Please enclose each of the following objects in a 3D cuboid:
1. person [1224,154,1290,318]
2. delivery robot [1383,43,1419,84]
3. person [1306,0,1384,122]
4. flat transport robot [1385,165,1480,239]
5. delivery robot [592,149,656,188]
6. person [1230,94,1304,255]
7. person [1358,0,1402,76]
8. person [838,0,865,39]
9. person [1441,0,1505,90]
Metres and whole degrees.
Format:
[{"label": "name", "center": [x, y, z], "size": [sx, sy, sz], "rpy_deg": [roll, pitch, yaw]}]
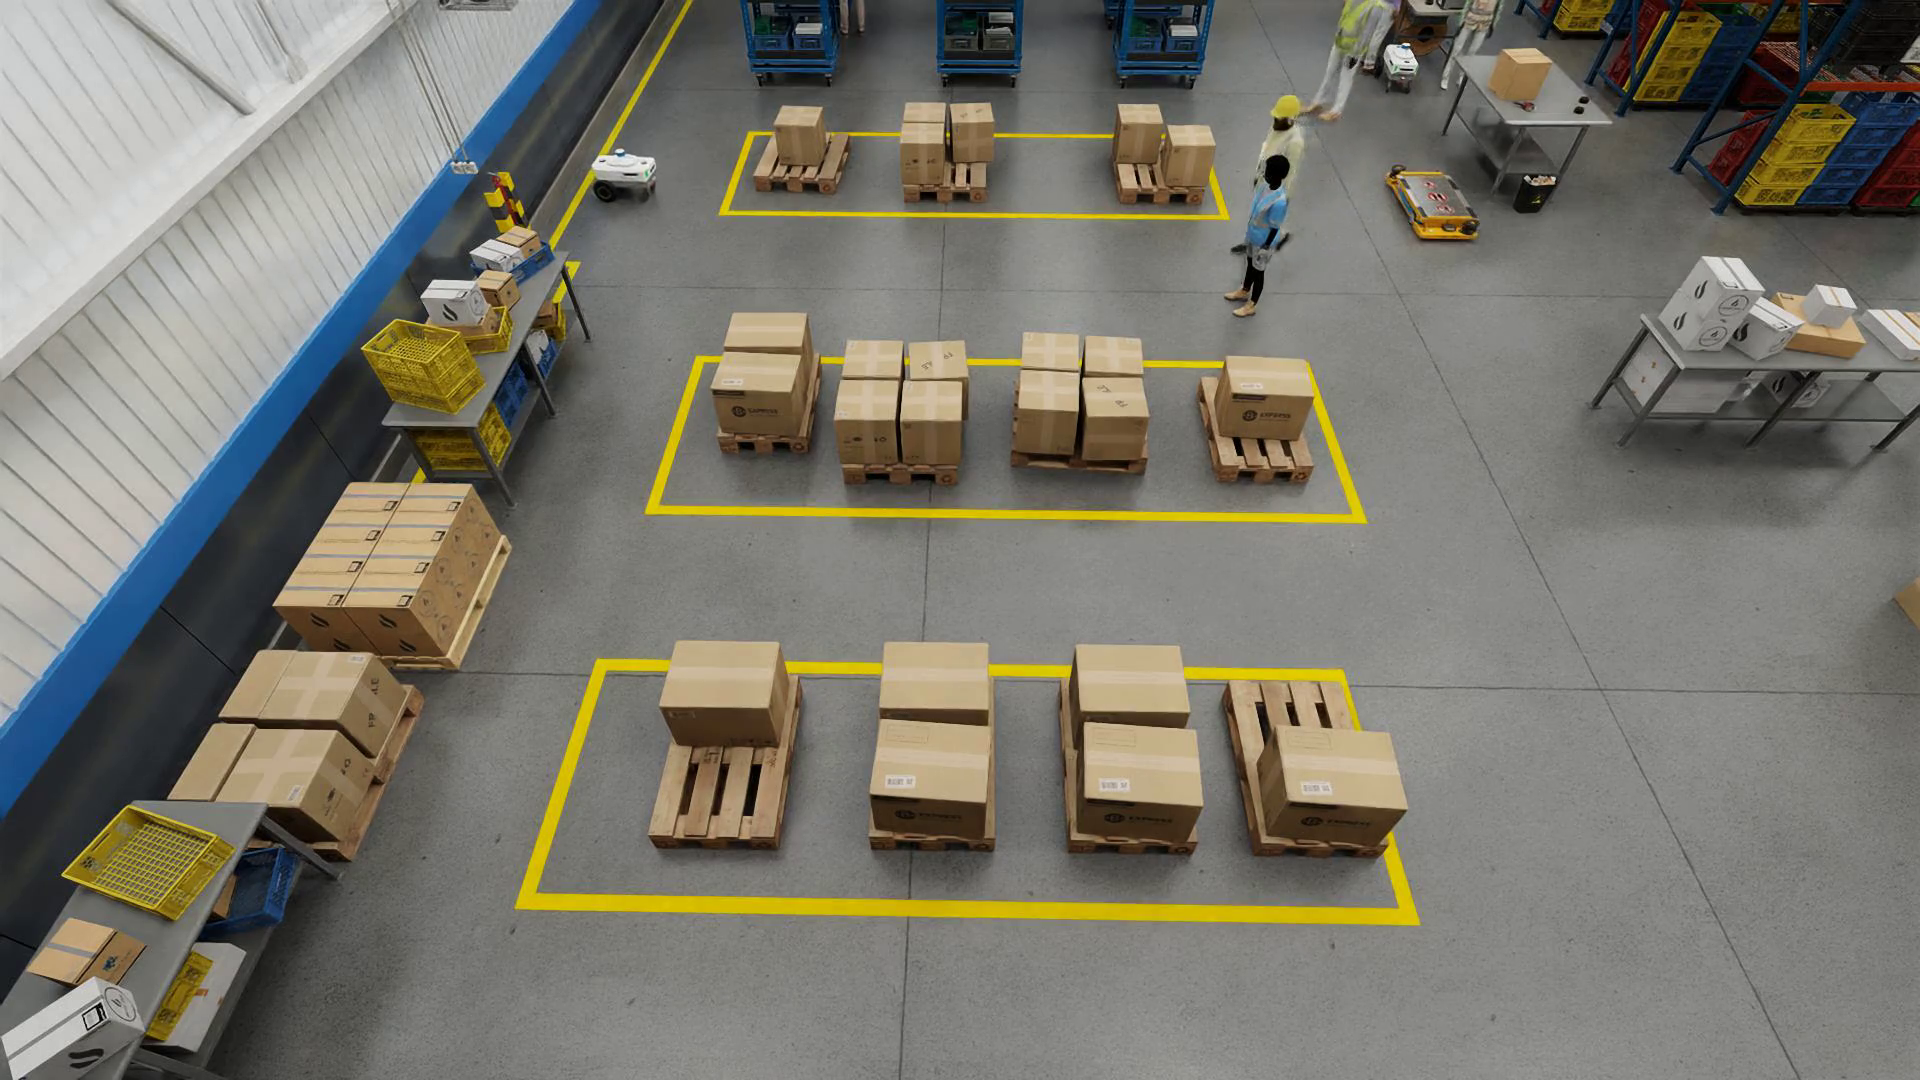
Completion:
[{"label": "person", "center": [3.023, -3.043, 9.215], "size": [0.320, 1.692, 0.532], "rpy_deg": [-2, 49, -2]}, {"label": "delivery robot", "center": [6.374, -6.919, 13.257], "size": [0.477, 0.478, 0.707], "rpy_deg": [4, 49, 4]}, {"label": "person", "center": [5.150, -6.536, 12.145], "size": [0.429, 1.840, 0.628], "rpy_deg": [-19, 52, -16]}, {"label": "flat transport robot", "center": [5.692, -4.094, 11.059], "size": [0.652, 0.197, 1.431], "rpy_deg": [1, 49, 1]}, {"label": "delivery robot", "center": [-4.083, -4.518, 11.180], "size": [0.707, 0.478, 0.477], "rpy_deg": [3, 49, 3]}, {"label": "person", "center": [3.395, -3.861, 9.838], "size": [0.517, 1.817, 0.606], "rpy_deg": [-5, 49, -5]}, {"label": "person", "center": [6.162, -7.719, 13.110], "size": [0.369, 1.930, 0.630], "rpy_deg": [4, 49, 3]}, {"label": "person", "center": [-1.694, -8.761, 13.981], "size": [0.626, 1.980, 0.411], "rpy_deg": [-19, 52, -16]}, {"label": "person", "center": [7.231, -7.183, 12.838], "size": [0.518, 1.631, 0.336], "rpy_deg": [7, 49, 6]}]
